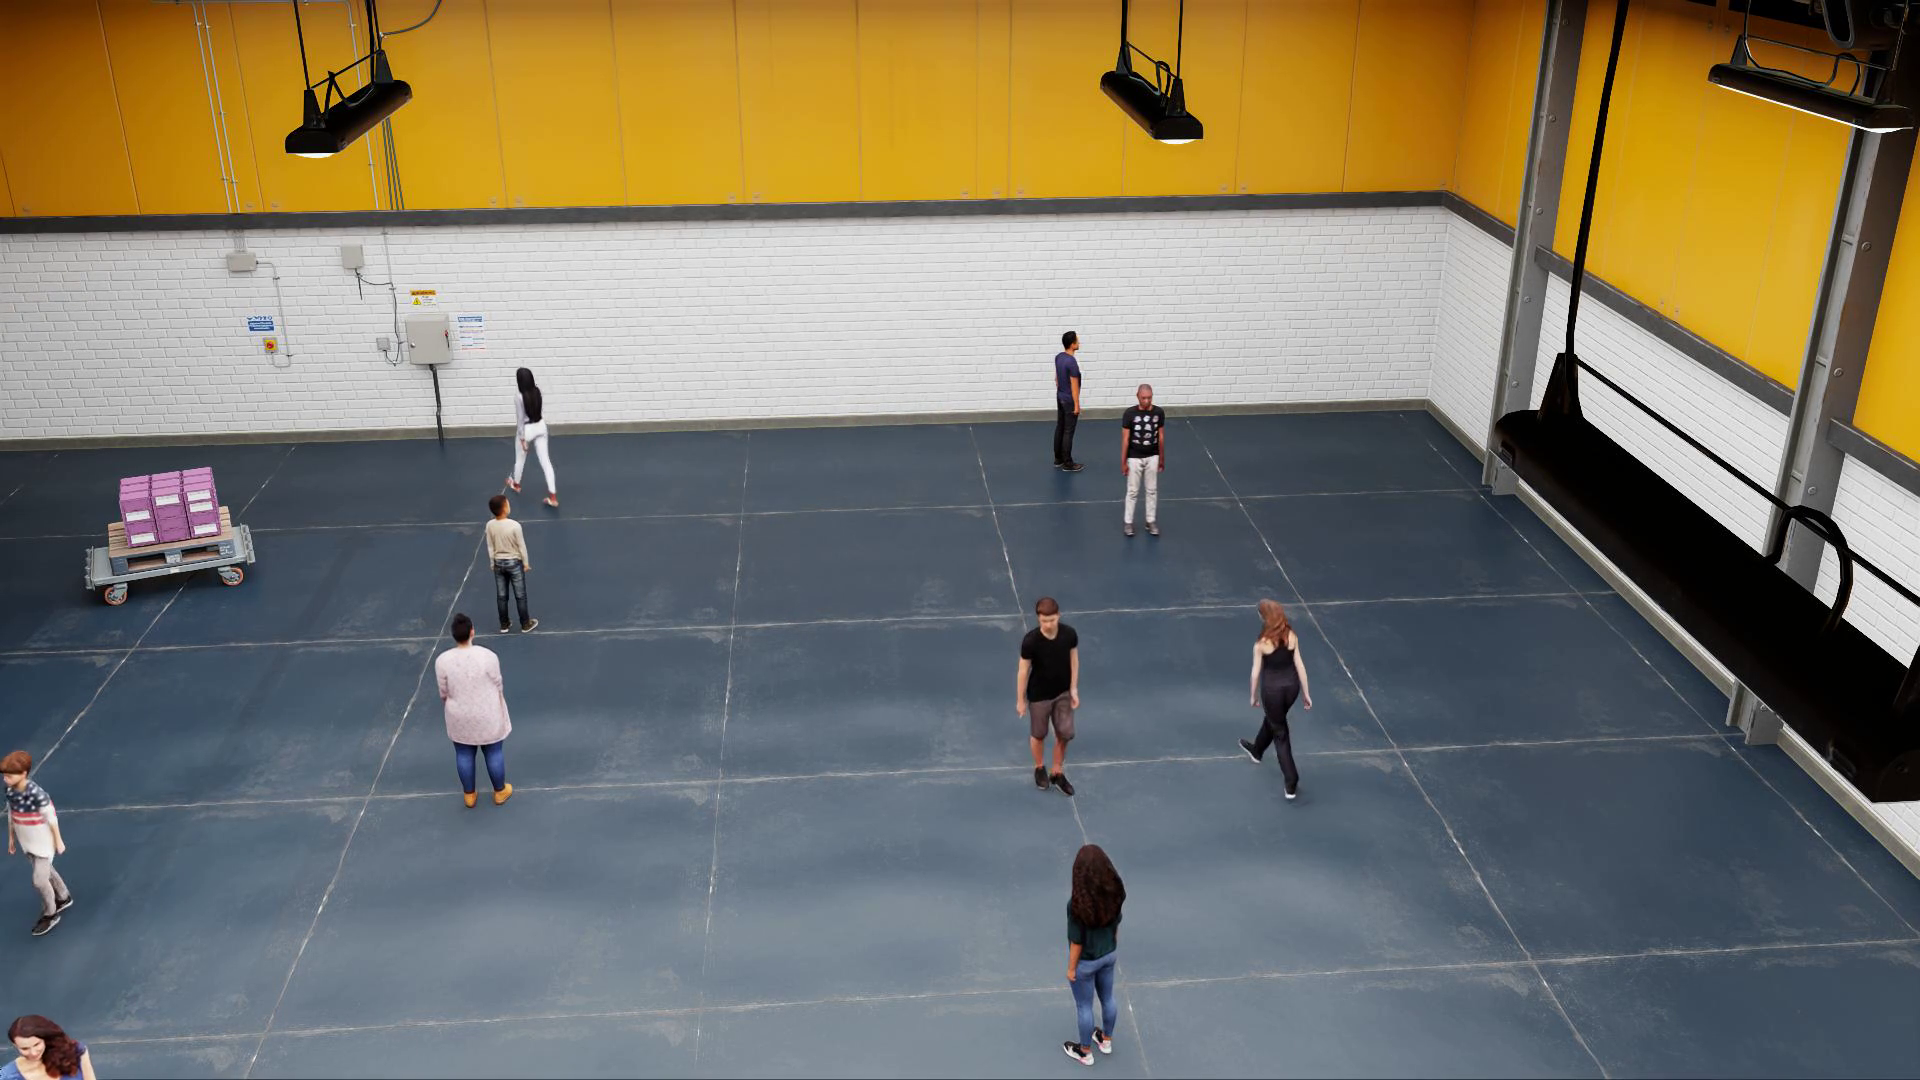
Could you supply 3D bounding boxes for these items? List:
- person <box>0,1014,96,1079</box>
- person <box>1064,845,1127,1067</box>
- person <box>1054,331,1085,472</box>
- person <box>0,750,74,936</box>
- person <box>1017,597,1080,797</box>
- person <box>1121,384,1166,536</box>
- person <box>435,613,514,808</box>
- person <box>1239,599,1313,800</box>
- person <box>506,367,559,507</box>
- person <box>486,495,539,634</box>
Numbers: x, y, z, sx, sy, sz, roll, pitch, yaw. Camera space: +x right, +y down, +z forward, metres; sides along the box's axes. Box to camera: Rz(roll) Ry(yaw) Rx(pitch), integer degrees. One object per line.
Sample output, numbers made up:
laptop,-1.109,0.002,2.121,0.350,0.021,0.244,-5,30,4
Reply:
person,-4.972,3.340,9.239,0.898,1.791,0.975,-19,30,-37
person,0.872,2.714,10.890,0.697,1.615,0.727,-15,28,-30
person,1.344,-1.759,20.900,0.772,1.794,0.600,-11,26,-24
person,-6.813,2.174,12.362,0.680,1.424,0.778,9,25,20
person,0.729,1.240,13.992,0.768,1.831,0.814,-8,25,-17
person,2.088,-0.936,19.006,0.664,1.802,0.603,-3,24,-7
person,-4.017,1.399,13.732,0.673,1.747,0.598,-2,24,-5
person,2.718,1.356,13.916,0.827,1.679,1.137,-5,24,-10
person,-5.022,-1.198,19.770,1.208,1.670,1.093,21,31,39
person,-4.548,0.247,16.721,0.589,1.464,0.561,2,24,5
